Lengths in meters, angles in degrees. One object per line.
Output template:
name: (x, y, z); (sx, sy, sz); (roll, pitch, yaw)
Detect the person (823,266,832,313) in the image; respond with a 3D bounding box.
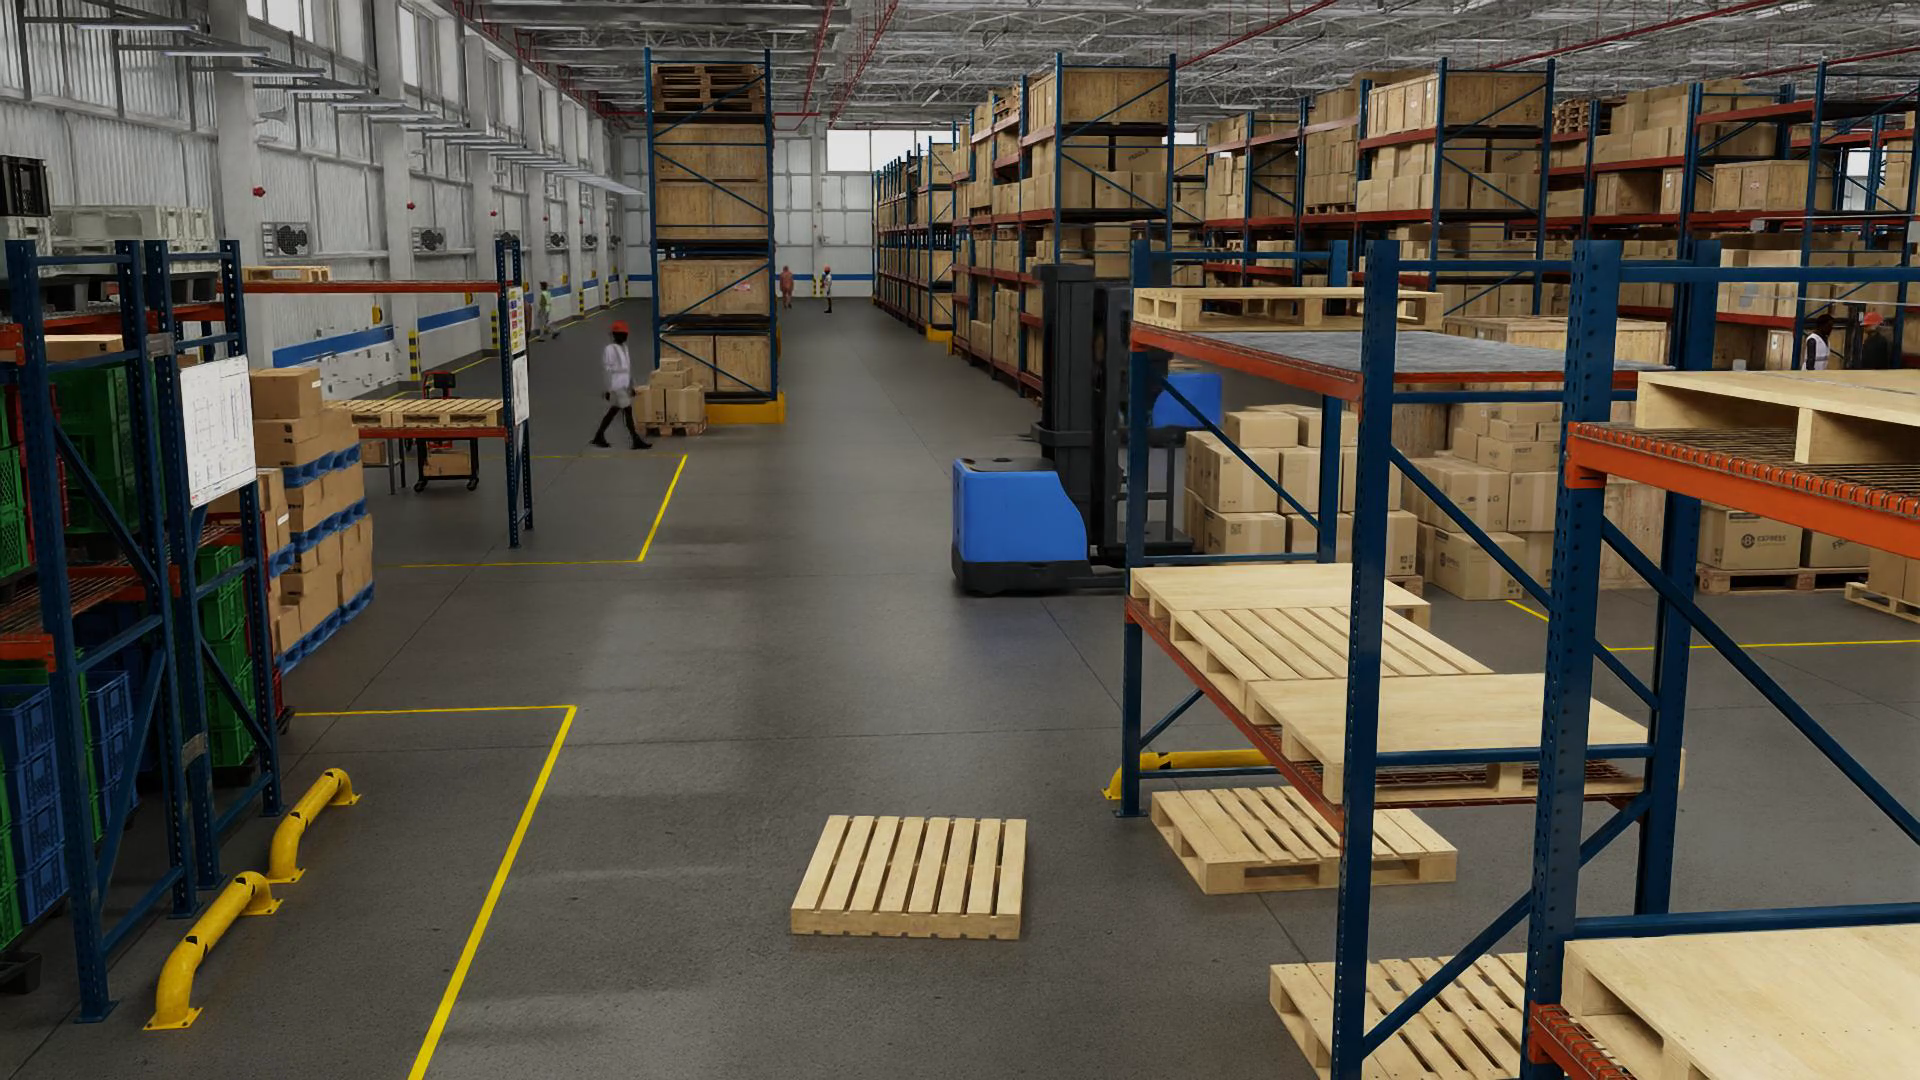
person: (-5.516, -10.447, 69.433); (0.360, 1.938, 0.545); (-1, 10, -8)

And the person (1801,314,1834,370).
person: (13.143, -2.507, 25.530); (0.594, 1.910, 0.411); (-9, 13, -39)

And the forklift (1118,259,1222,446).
forklift: (2.871, -2.826, 24.592); (1.873, 2.768, 1.129); (-1, 10, -6)

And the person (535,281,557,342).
person: (-12.418, -6.814, 49.635); (0.551, 1.819, 0.591); (1, 10, 4)

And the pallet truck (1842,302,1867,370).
pallet truck: (15.846, -3.142, 28.793); (1.885, 1.965, 0.823); (2, 10, 12)

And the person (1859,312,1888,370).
person: (13.597, -2.380, 24.650); (0.645, 1.978, 0.620); (1, 10, 7)

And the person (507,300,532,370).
person: (-10.326, -4.919, 38.891); (0.643, 1.908, 0.411); (3, 11, 16)

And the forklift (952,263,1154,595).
forklift: (0.901, -1.002, 14.486); (1.873, 2.768, 1.129); (-1, 10, -6)

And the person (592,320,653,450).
person: (-4.984, -2.258, 24.202); (0.976, 1.895, 0.559); (2, 11, 13)

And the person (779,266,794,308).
person: (-7.787, -11.373, 74.745); (0.667, 1.861, 0.945); (0, 10, 0)
